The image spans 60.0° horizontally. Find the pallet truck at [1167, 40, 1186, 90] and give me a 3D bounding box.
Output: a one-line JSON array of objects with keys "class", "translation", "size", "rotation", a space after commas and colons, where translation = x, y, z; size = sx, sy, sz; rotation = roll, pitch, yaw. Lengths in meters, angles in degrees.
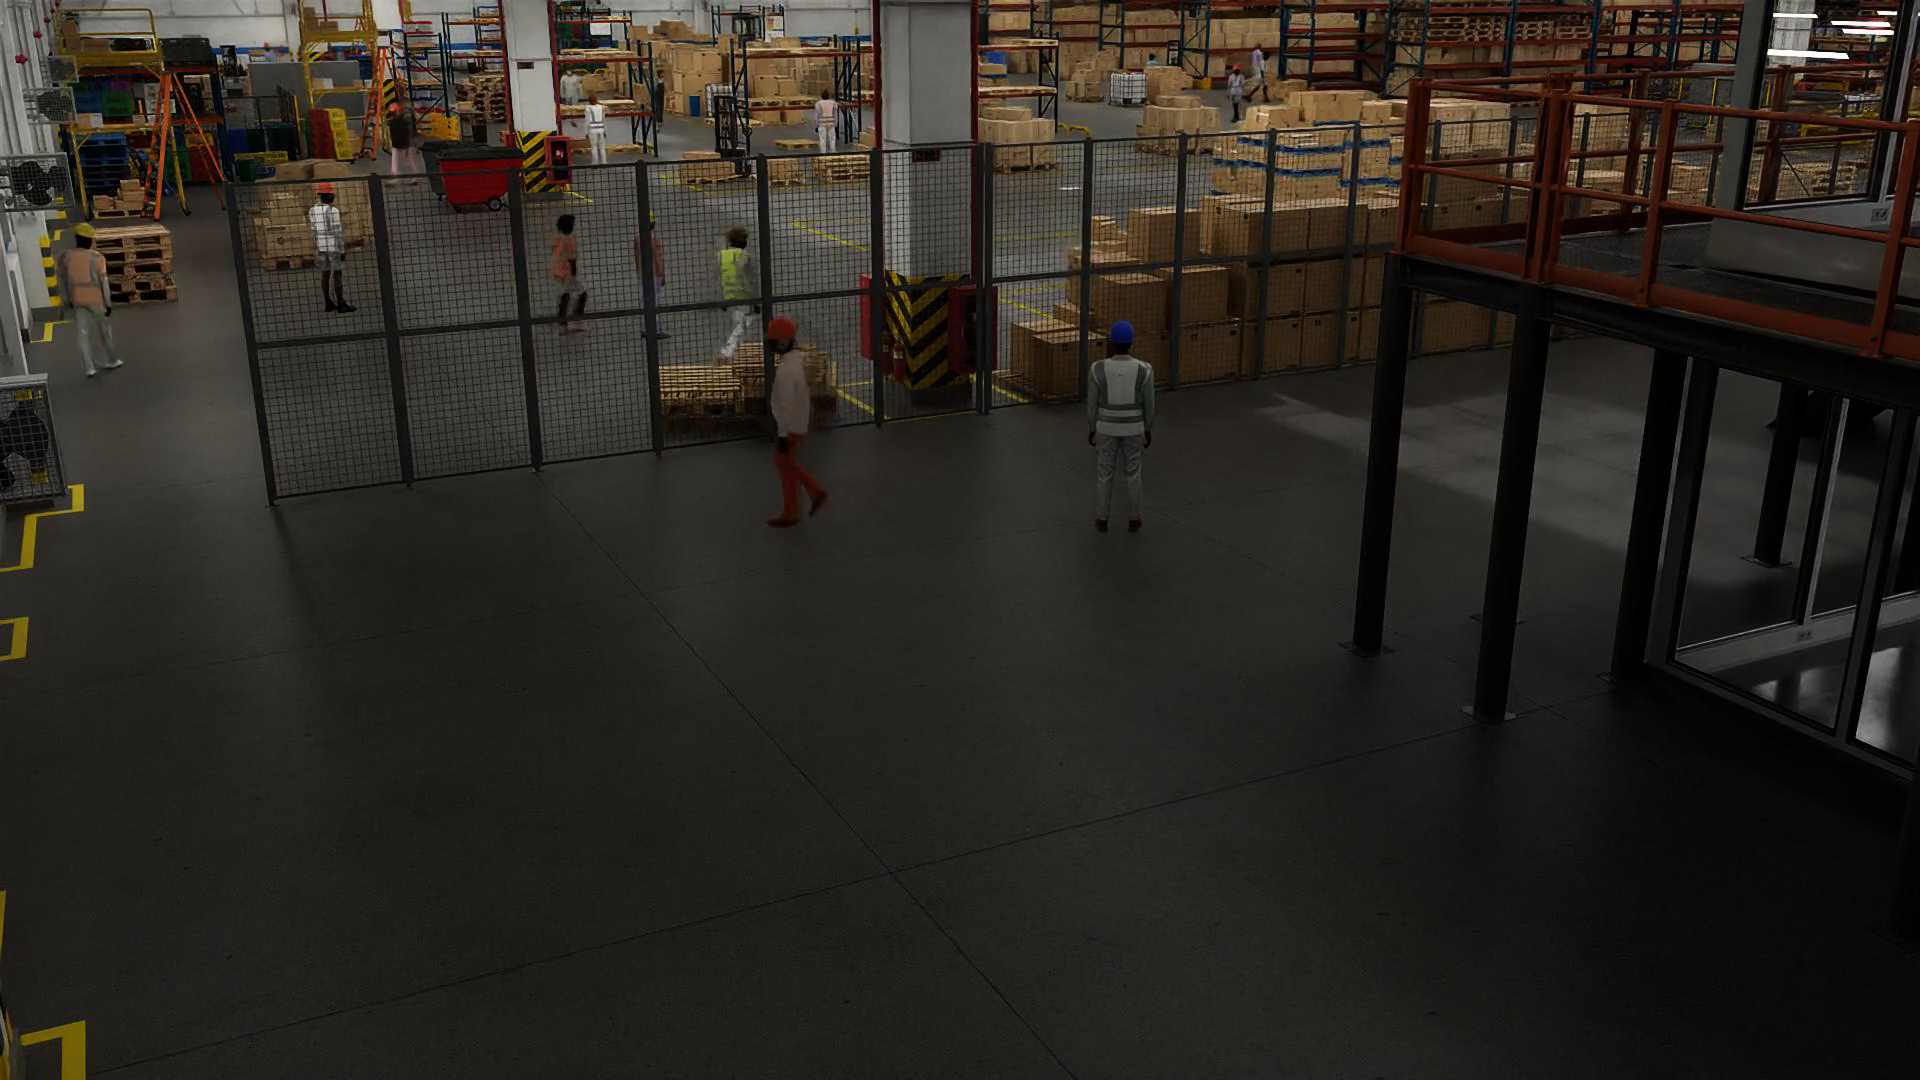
[{"class": "pallet truck", "translation": [9.045, -19.971, 69.895], "size": [0.823, 1.965, 1.885], "rotation": [-3, 19, -8]}]

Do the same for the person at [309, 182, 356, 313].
[{"class": "person", "translation": [-9.337, -4.339, 24.677], "size": [0.547, 1.934, 0.375], "rotation": [10, 21, 26]}]

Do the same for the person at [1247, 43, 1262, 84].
[{"class": "person", "translation": [12.310, -19.734, 69.338], "size": [0.614, 1.923, 0.625], "rotation": [-6, 20, -17]}]

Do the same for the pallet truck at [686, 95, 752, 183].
[{"class": "pallet truck", "translation": [-5.836, -9.608, 39.856], "size": [0.823, 1.965, 1.885], "rotation": [10, 22, 27]}]

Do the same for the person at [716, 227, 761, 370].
[{"class": "person", "translation": [-2.834, -3.075, 21.207], "size": [0.634, 1.812, 0.879], "rotation": [15, 24, 37]}]

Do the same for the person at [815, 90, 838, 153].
[{"class": "person", "translation": [-3.533, -10.943, 43.959], "size": [0.633, 1.843, 0.429], "rotation": [-7, 20, -19]}]

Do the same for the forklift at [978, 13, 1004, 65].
[{"class": "forklift", "translation": [1.087, -23.534, 78.892], "size": [1.873, 2.768, 1.129], "rotation": [7, 20, 18]}]

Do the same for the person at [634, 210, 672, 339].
[{"class": "person", "translation": [-4.267, -3.663, 22.965], "size": [0.530, 1.772, 0.302], "rotation": [14, 24, 35]}]

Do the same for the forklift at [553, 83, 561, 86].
[{"class": "forklift", "translation": [-18.035, -20.936, 71.360], "size": [1.873, 2.768, 1.129], "rotation": [-12, 22, -31]}]

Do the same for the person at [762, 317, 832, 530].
[{"class": "person", "translation": [-1.511, -1.044, 15.053], "size": [0.503, 1.980, 0.639], "rotation": [2, 19, 5]}]

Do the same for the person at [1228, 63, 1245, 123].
[{"class": "person", "translation": [9.184, -14.840, 55.180], "size": [0.555, 1.908, 0.900], "rotation": [10, 21, 27]}]

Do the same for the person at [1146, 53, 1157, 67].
[{"class": "person", "translation": [7.554, -18.355, 65.687], "size": [0.539, 1.684, 0.419], "rotation": [-6, 20, -17]}]

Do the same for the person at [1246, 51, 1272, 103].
[{"class": "person", "translation": [11.315, -17.466, 62.762], "size": [0.925, 1.926, 0.629], "rotation": [7, 20, 19]}]

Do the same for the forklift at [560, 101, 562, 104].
[{"class": "forklift", "translation": [-15.939, -17.585, 61.645], "size": [1.873, 2.768, 1.129], "rotation": [-9, 21, -25]}]

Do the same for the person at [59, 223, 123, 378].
[{"class": "person", "translation": [-10.970, -3.033, 20.959], "size": [0.623, 1.877, 0.844], "rotation": [-2, 19, -7]}]

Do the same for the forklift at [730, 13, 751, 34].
[{"class": "forklift", "translation": [-10.472, -23.840, 79.777], "size": [1.129, 2.768, 1.873], "rotation": [-9, 21, -25]}]

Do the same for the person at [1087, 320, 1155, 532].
[{"class": "person", "translation": [1.450, -1.013, 15.011], "size": [0.612, 1.950, 0.377], "rotation": [1, 19, 4]}]

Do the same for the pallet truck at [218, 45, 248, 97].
[{"class": "pallet truck", "translation": [-28.879, -18.665, 66.111], "size": [0.823, 1.965, 1.885], "rotation": [-3, 19, -9]}]

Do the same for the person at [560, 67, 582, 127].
[{"class": "person", "translation": [-12.527, -14.300, 53.618], "size": [0.640, 1.905, 0.964], "rotation": [-2, 19, -4]}]

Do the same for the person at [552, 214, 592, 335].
[{"class": "person", "translation": [-5.430, -3.709, 23.225], "size": [0.544, 1.672, 0.552], "rotation": [18, 26, 42]}]

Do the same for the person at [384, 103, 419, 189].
[{"class": "person", "translation": [-12.999, -9.126, 38.549], "size": [0.637, 1.940, 1.014], "rotation": [9, 21, 24]}]

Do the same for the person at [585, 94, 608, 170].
[{"class": "person", "translation": [-9.223, -10.352, 42.189], "size": [0.348, 1.876, 0.576], "rotation": [18, 26, 41]}]

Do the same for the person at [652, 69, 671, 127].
[{"class": "person", "translation": [-9.693, -14.247, 53.635], "size": [0.822, 1.795, 0.615], "rotation": [15, 24, 37]}]

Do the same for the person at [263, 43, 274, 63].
[{"class": "person", "translation": [-29.047, -19.906, 69.871], "size": [0.544, 1.878, 0.995], "rotation": [9, 21, 25]}]
